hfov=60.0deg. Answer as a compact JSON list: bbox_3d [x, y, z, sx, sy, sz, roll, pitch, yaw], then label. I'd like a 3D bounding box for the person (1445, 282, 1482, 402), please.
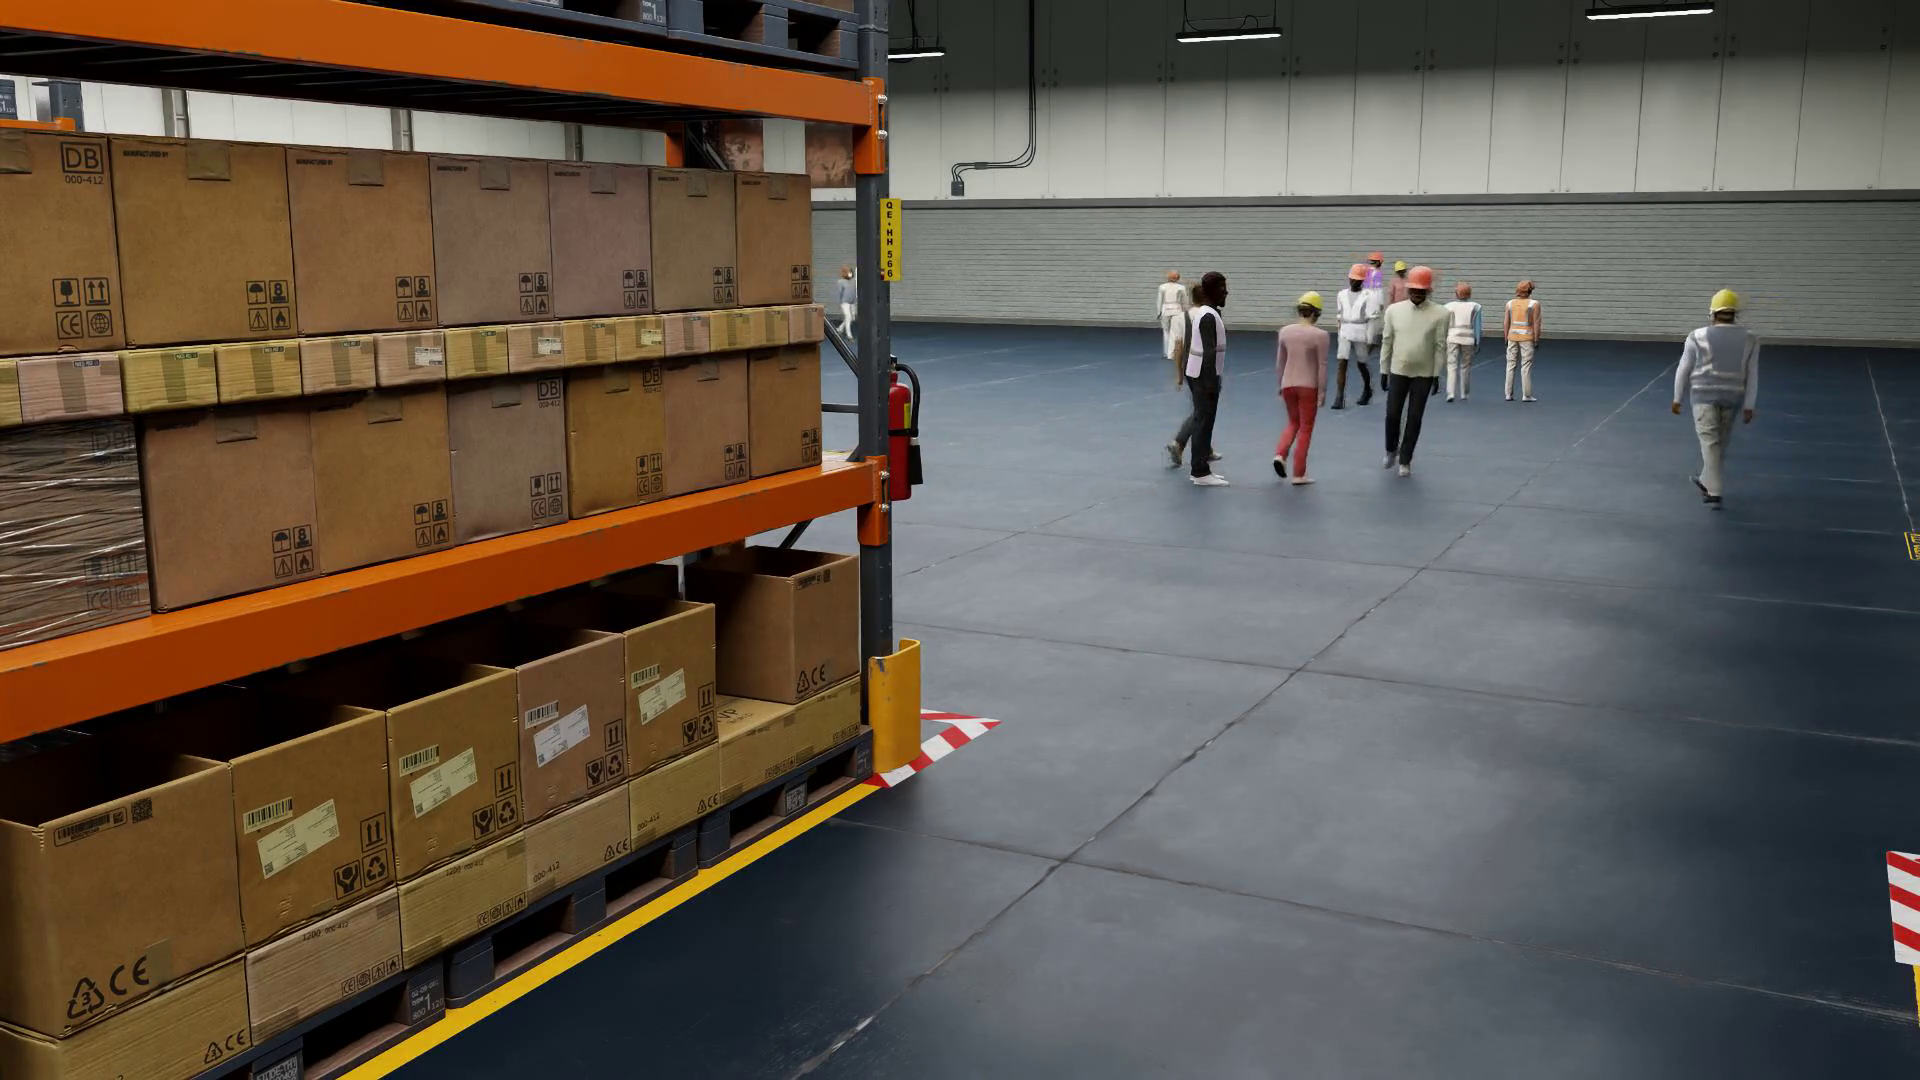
[{"bbox_3d":[6.770,-2.669,22.492,0.531,1.633,0.609,3,11,16],"label":"person"}]

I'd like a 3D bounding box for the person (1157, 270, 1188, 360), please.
[{"bbox_3d":[3.867,-4.064,30.081,0.549,1.598,0.810,4,11,19],"label":"person"}]

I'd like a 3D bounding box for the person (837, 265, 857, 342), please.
[{"bbox_3d":[-2.398,-4.988,35.097,0.507,1.614,0.628,-10,14,-43],"label":"person"}]

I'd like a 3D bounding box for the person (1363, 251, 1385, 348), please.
[{"bbox_3d":[8.262,-4.784,33.161,0.411,1.917,0.562,-3,11,-17],"label":"person"}]

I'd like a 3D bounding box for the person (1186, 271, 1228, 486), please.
[{"bbox_3d":[2.235,-1.456,15.017,0.392,1.919,0.591,1,10,3],"label":"person"}]

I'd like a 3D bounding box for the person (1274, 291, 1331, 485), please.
[{"bbox_3d":[3.100,-1.373,15.060,0.530,1.738,0.466,10,14,43],"label":"person"}]

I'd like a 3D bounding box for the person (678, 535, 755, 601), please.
[{"bbox_3d":[-1.258,-0.307,8.754,0.495,1.924,0.557,7,12,33],"label":"person"}]

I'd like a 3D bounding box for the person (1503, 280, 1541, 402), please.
[{"bbox_3d":[7.587,-2.685,22.478,0.314,1.641,0.515,-10,14,-42],"label":"person"}]

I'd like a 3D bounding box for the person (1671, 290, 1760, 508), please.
[{"bbox_3d":[6.303,-1.189,13.921,0.591,1.781,0.964,0,10,1],"label":"person"}]

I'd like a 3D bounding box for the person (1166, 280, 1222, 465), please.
[{"bbox_3d":[2.305,-1.632,16.264,0.844,1.821,0.515,-9,14,-41],"label":"person"}]

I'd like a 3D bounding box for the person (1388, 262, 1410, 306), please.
[{"bbox_3d":[8.623,-4.570,32.515,0.540,1.726,0.457,1,10,4],"label":"person"}]

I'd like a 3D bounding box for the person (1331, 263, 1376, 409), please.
[{"bbox_3d":[5.184,-2.665,21.697,0.552,1.894,0.970,7,13,35],"label":"person"}]

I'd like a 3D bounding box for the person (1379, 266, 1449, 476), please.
[{"bbox_3d":[4.219,-1.568,15.511,0.611,1.960,0.505,4,11,18],"label":"person"}]

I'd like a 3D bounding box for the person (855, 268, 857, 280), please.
[{"bbox_3d":[-2.016,-5.348,36.332,0.578,1.884,0.353,-5,11,-23],"label":"person"}]

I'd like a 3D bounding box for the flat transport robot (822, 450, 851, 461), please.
[{"bbox_3d":[-1.358,-0.634,15.030,0.652,0.197,1.431,7,12,33],"label":"flat transport robot"}]
